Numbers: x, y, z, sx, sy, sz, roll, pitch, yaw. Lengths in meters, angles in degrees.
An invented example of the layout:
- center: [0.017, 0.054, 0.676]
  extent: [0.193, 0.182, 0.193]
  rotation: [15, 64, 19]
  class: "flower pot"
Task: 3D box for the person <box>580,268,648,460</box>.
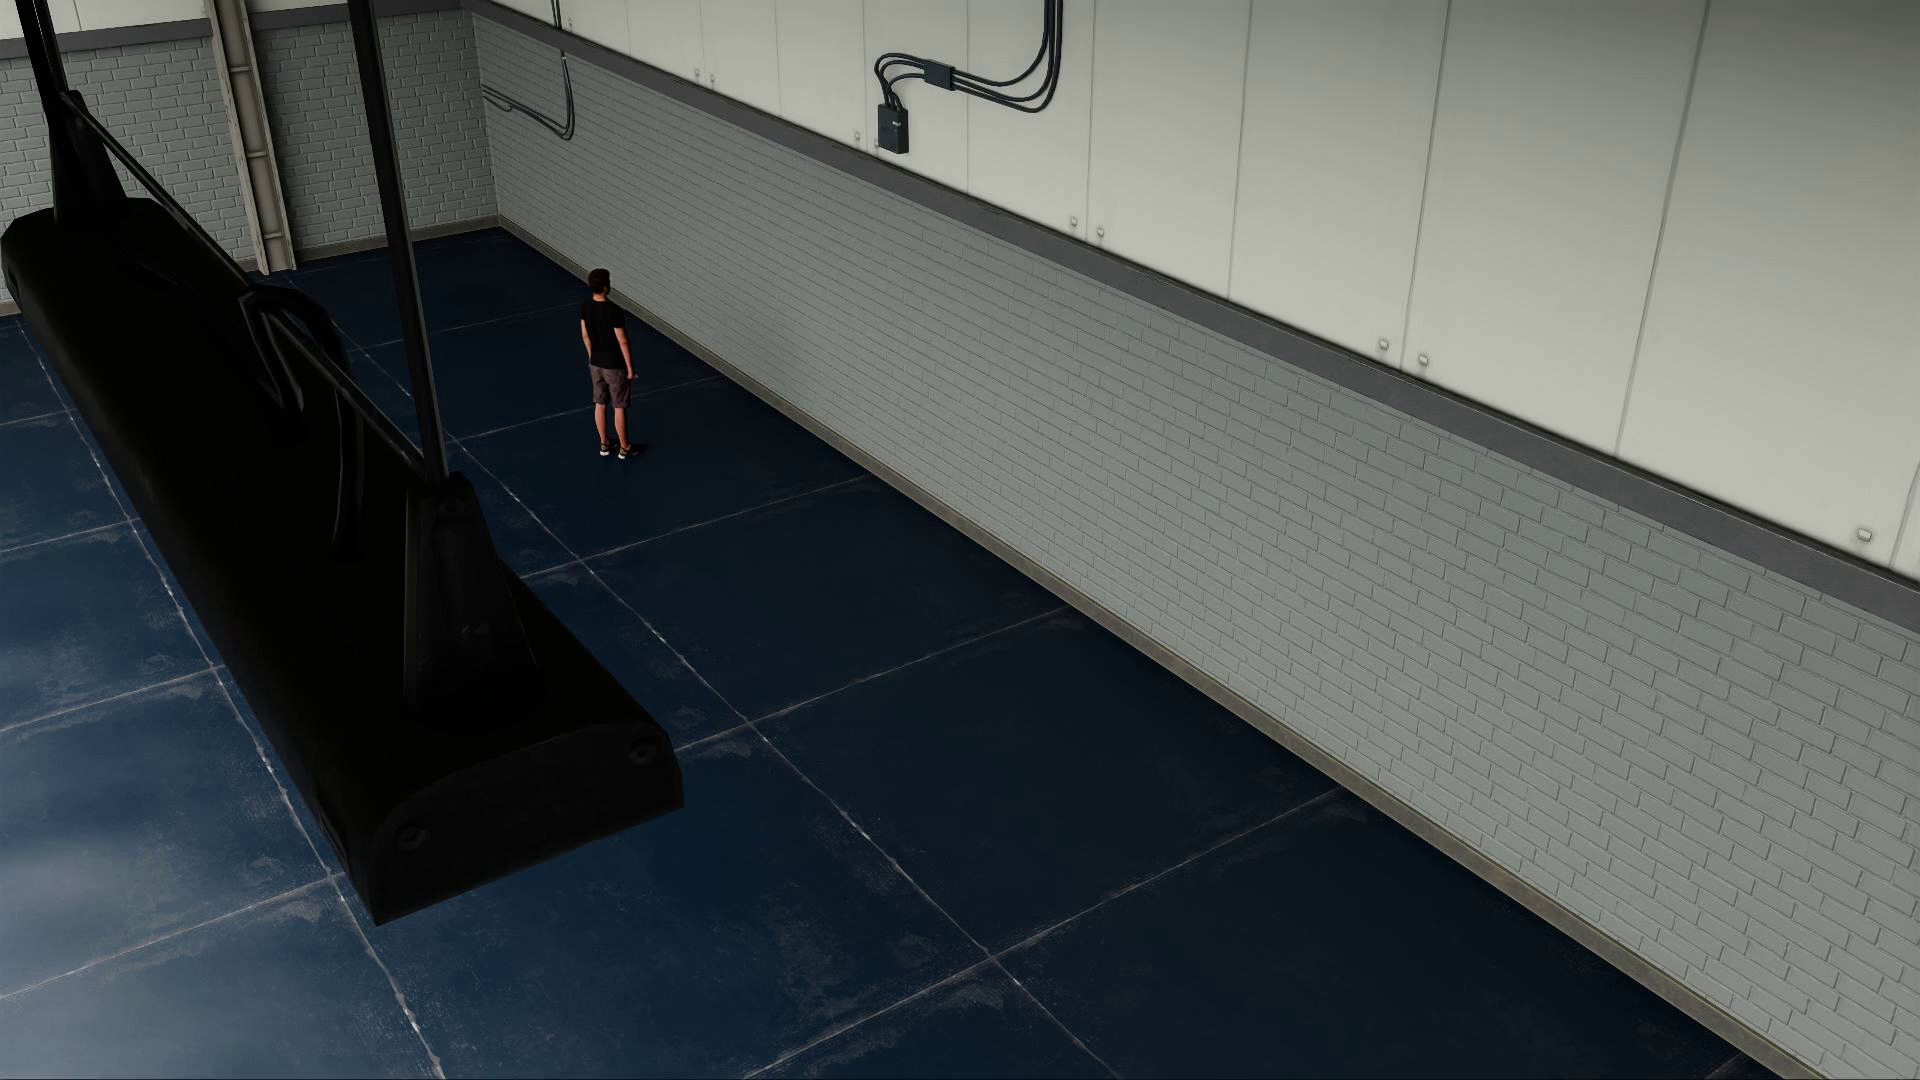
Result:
- center: [-3.325, -1.670, 15.694]
  extent: [0.771, 1.861, 0.761]
  rotation: [14, 31, 24]
  class: "person"
